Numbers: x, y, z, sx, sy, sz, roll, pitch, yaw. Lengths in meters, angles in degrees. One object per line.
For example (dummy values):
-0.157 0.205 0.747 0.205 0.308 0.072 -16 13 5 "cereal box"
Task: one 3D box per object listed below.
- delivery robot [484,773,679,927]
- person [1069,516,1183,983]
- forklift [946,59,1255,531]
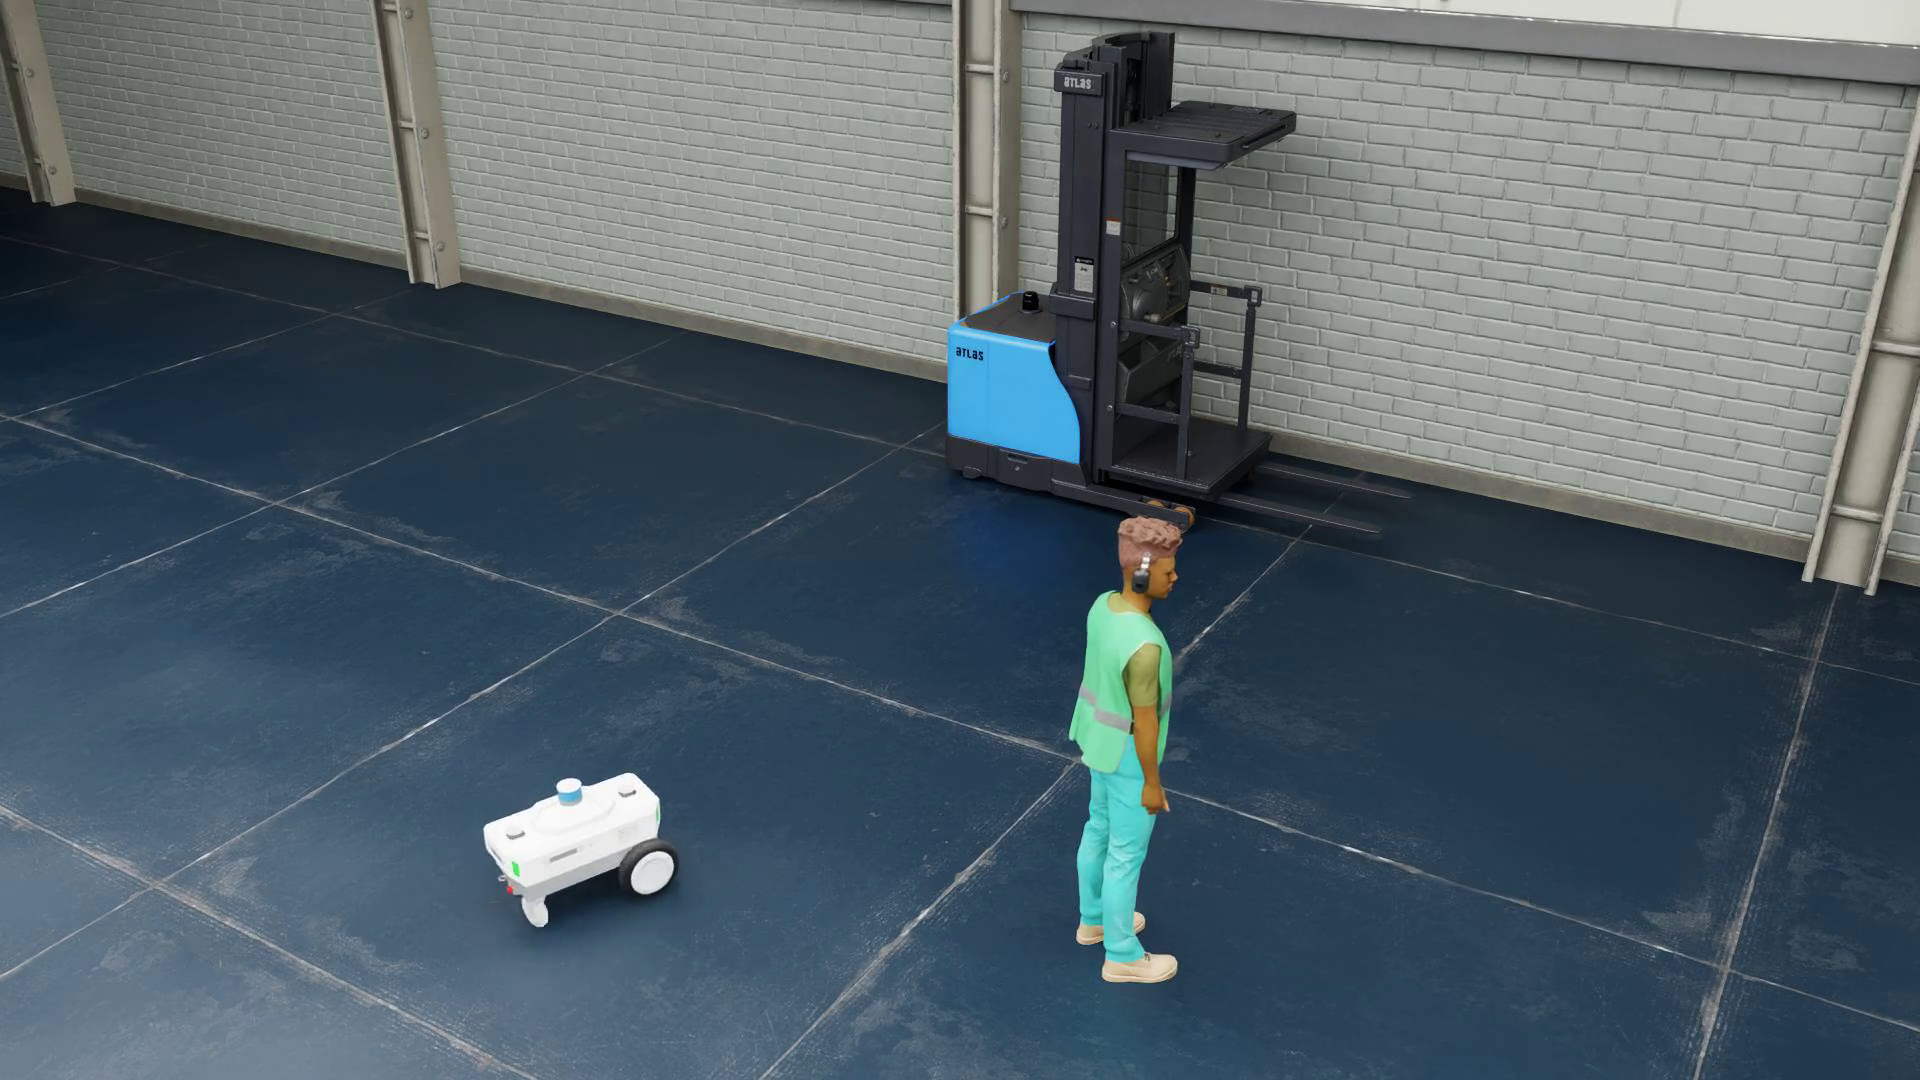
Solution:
-1.634 1.300 7.196 0.785 0.613 0.525 -18 31 -33 "delivery robot"
0.640 0.829 6.510 0.407 1.978 0.482 -7 26 -14 "person"
0.933 -1.707 10.833 1.873 2.768 1.129 15 29 28 "forklift"
